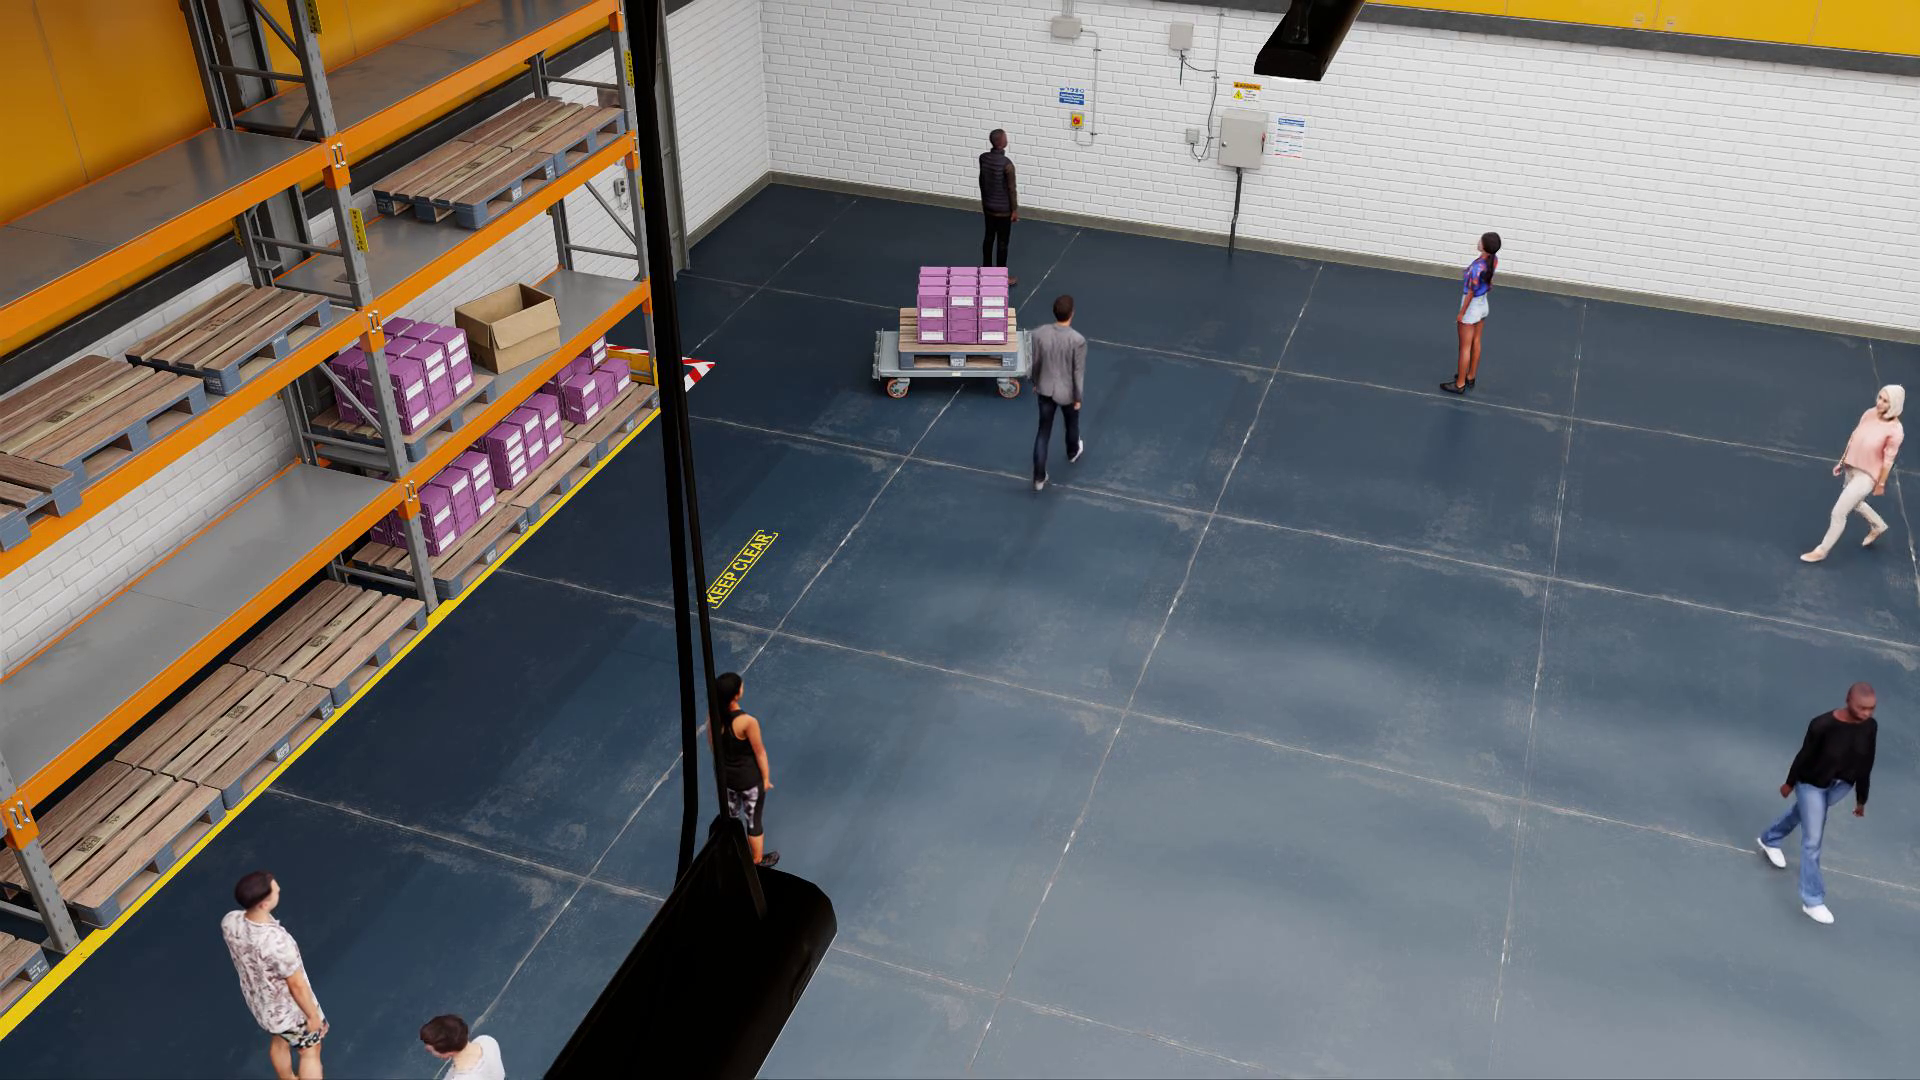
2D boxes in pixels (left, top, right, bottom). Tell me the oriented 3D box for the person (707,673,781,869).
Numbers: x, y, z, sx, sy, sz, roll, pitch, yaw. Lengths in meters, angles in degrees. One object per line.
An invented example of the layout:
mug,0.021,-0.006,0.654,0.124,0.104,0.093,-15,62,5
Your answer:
person,-1.469,1.537,11.054,0.608,1.659,0.551,17,37,24

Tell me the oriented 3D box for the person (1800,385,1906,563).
person,7.779,-0.576,14.201,1.012,1.692,1.114,-5,34,-8

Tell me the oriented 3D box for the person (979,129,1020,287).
person,0.423,-3.778,18.890,0.747,1.835,0.778,-28,42,-35

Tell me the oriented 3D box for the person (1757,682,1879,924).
person,5.641,1.573,10.962,0.953,1.699,1.219,-3,34,-5

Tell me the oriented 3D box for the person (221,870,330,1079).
person,-3.839,2.572,9.358,0.708,1.811,0.633,18,37,24

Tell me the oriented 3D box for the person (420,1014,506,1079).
person,-2.371,3.109,8.533,0.739,1.830,0.722,9,35,13

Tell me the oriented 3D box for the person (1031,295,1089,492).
person,0.863,-1.306,15.179,0.709,1.826,1.175,13,36,18

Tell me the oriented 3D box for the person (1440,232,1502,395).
person,5.185,-2.304,16.763,0.720,1.735,0.588,28,43,35
